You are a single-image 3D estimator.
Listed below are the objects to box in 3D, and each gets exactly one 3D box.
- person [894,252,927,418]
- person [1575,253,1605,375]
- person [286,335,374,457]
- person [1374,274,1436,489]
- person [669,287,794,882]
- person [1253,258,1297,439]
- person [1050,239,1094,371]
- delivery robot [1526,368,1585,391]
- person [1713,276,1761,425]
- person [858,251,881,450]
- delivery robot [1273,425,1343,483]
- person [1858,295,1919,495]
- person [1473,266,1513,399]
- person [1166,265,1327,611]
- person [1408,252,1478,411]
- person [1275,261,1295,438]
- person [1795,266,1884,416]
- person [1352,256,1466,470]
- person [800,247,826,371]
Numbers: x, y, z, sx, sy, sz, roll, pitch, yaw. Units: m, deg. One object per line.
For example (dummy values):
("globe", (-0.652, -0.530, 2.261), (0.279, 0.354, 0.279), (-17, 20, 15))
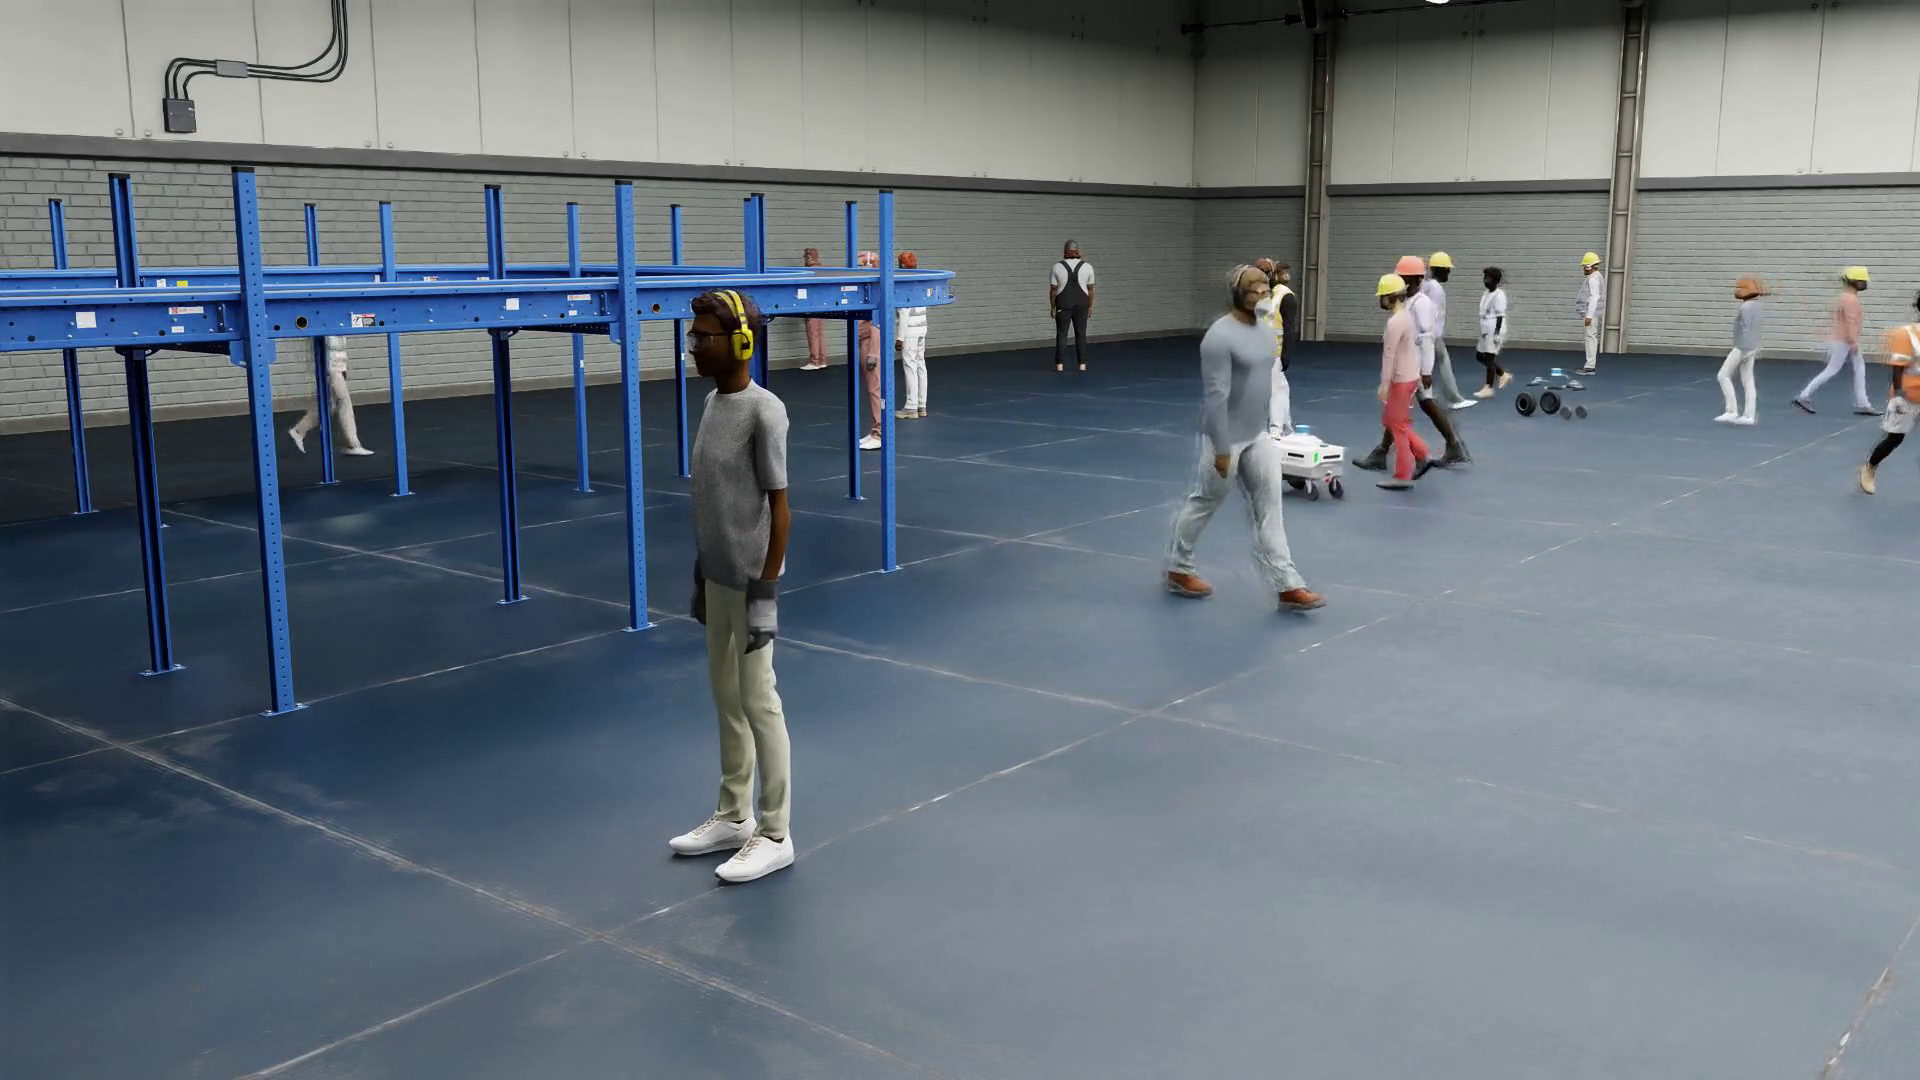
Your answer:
("person", (-0.565, -2.342, 19.005), (0.357, 1.885, 0.573), (5, 11, 26))
("person", (9.501, -3.415, 25.111), (0.403, 1.825, 0.601), (4, 11, 23))
("person", (-5.956, -1.587, 15.580), (0.721, 1.619, 0.519), (-3, 11, -15))
("person", (3.578, -1.286, 13.557), (0.461, 1.747, 0.526), (5, 11, 25))
("person", (-0.728, 0.138, 5.307), (0.329, 1.872, 0.508), (-7, 12, -35))
("person", (2.949, -1.810, 16.177), (0.428, 1.842, 0.631), (-9, 14, -41))
("person", (1.734, -3.652, 25.950), (0.685, 2.000, 0.536), (0, 10, -1))
("delivery robot", (6.873, -1.864, 19.182), (0.335, 0.223, 0.699), (-6, 12, -29))
("person", (8.563, -2.084, 18.311), (0.527, 1.612, 0.514), (8, 13, 39))
("person", (-0.875, -1.838, 16.154), (0.399, 1.909, 0.642), (-1, 10, -4))
("delivery robot", (2.726, -0.674, 13.308), (0.477, 0.478, 0.707), (-6, 12, -31))
("person", (7.343, -1.119, 12.818), (0.535, 1.670, 0.780), (-1, 10, -4))
("person", (6.865, -2.666, 21.340), (0.470, 1.682, 0.543), (-1, 10, -5))
("person", (1.542, -0.565, 9.184), (0.647, 1.882, 1.042), (-10, 14, -44))
("person", (5.636, -2.480, 19.819), (1.036, 1.870, 0.604), (0, 10, 3))
("person", (3.027, -1.880, 16.634), (0.999, 1.823, 0.521), (4, 11, 23))
("person", (10.280, -2.325, 19.356), (0.906, 1.726, 0.529), (7, 12, 33))
("person", (4.063, -1.567, 14.735), (1.000, 1.890, 0.562), (1, 10, 7))
("person", (-2.303, -3.608, 25.977), (0.403, 1.906, 0.658), (3, 11, 15))
